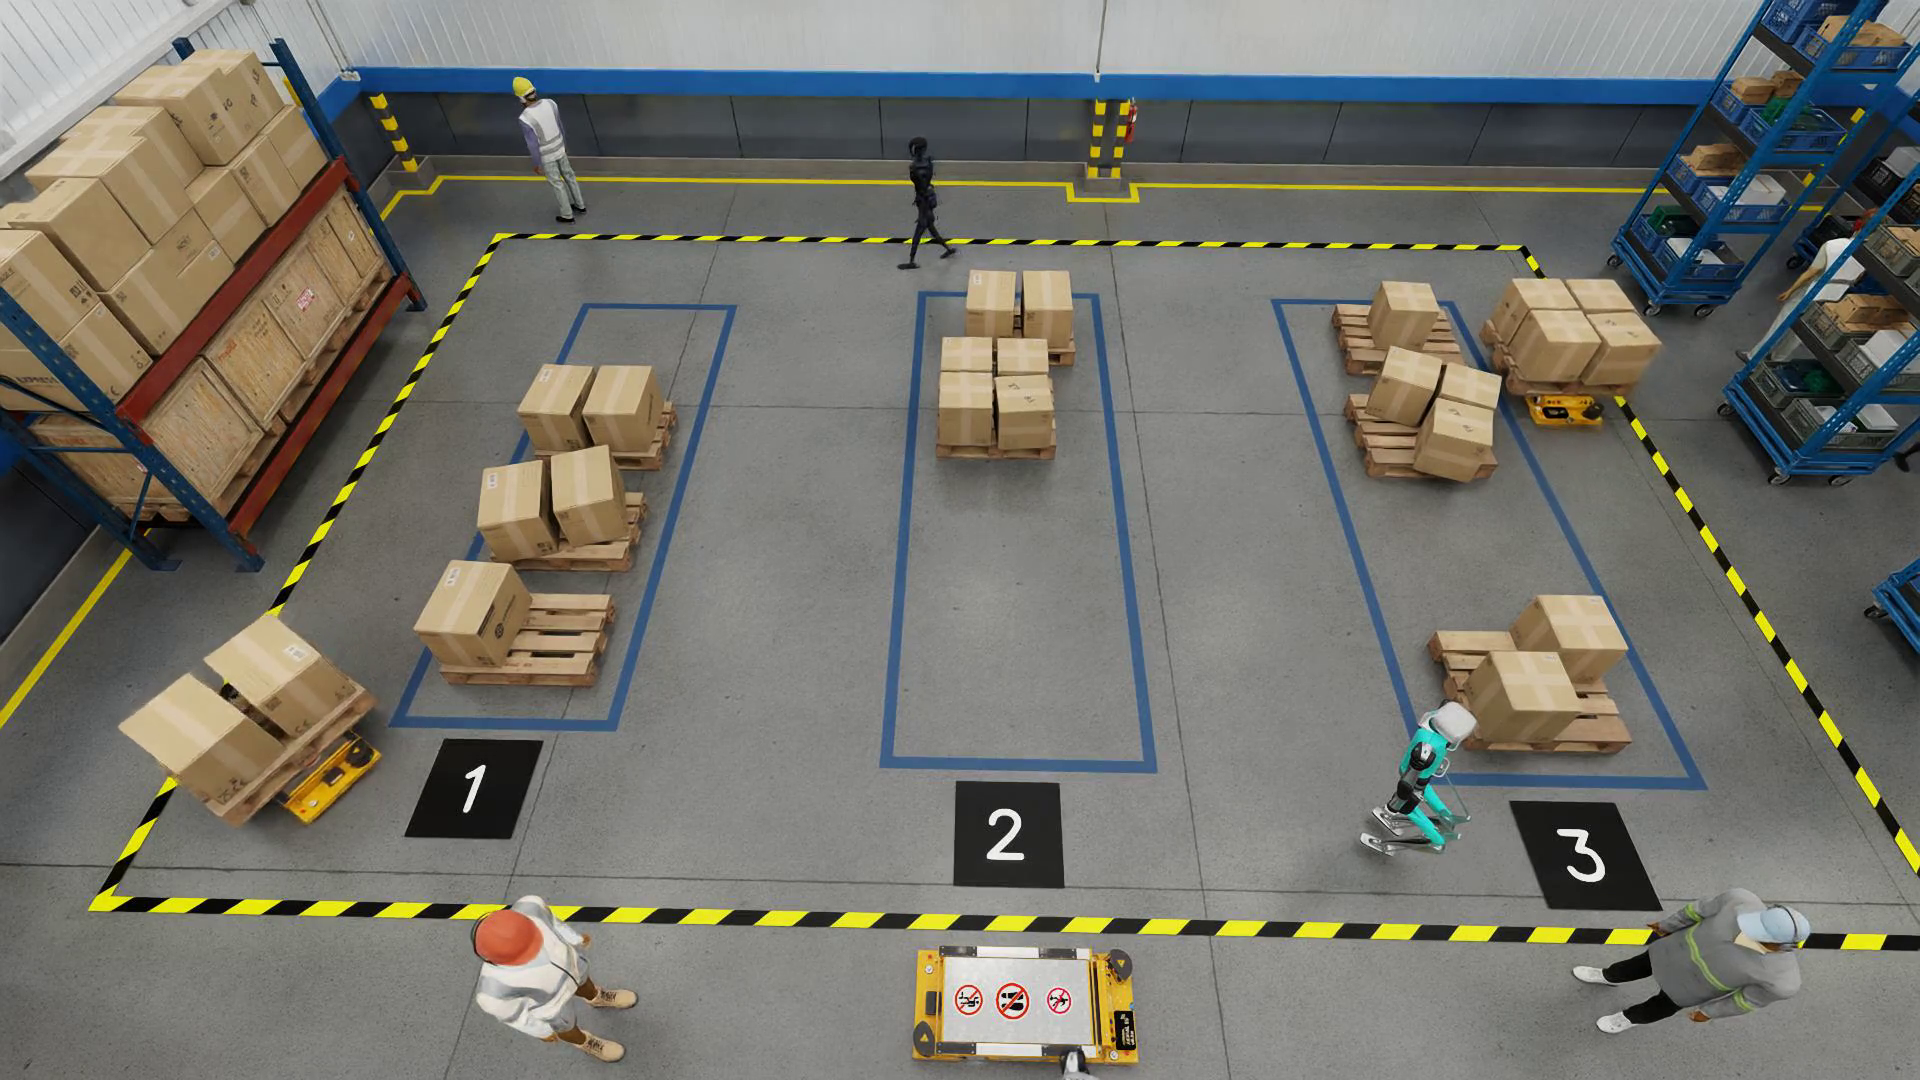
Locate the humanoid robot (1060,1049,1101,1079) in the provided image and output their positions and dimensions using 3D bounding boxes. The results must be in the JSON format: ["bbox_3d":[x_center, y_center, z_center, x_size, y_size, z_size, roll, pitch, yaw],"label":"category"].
[{"bbox_3d":[0.840,3.214,4.969,0.796,1.839,0.540,1,51,1],"label":"humanoid robot"}]

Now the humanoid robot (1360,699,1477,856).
[{"bbox_3d":[3.164,1.697,6.068,0.735,1.677,0.533,34,58,24],"label":"humanoid robot"}]

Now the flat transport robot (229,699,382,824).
[{"bbox_3d":[-5.312,1.580,7.180,1.431,0.197,0.652,24,55,18],"label":"flat transport robot"}]

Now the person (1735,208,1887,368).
[{"bbox_3d":[8.920,-2.565,9.564,0.563,1.837,0.397,5,51,4],"label":"person"}]

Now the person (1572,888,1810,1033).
[{"bbox_3d":[4.313,2.517,5.416,0.396,1.847,0.588,-1,51,-1],"label":"person"}]

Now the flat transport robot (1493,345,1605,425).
[{"bbox_3d":[6.360,-1.814,9.946,0.652,0.197,1.431,1,51,1],"label":"flat transport robot"}]

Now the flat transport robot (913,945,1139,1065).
[{"bbox_3d":[0.422,3.041,6.007,1.431,0.231,0.659,1,51,1],"label":"flat transport robot"}]

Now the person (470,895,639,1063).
[{"bbox_3d":[-2.311,2.541,5.278,0.388,2.033,0.604,4,51,3],"label":"person"}]

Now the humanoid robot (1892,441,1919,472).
[{"bbox_3d":[9.522,-1.122,8.501,0.610,1.632,0.690,7,51,6],"label":"humanoid robot"}]

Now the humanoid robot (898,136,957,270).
[{"bbox_3d":[-0.395,-3.979,10.852,0.766,1.636,0.611,-8,51,-7],"label":"humanoid robot"}]

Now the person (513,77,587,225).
[{"bbox_3d":[-5.123,-4.831,11.421,0.403,1.822,0.587,19,53,15],"label":"person"}]
